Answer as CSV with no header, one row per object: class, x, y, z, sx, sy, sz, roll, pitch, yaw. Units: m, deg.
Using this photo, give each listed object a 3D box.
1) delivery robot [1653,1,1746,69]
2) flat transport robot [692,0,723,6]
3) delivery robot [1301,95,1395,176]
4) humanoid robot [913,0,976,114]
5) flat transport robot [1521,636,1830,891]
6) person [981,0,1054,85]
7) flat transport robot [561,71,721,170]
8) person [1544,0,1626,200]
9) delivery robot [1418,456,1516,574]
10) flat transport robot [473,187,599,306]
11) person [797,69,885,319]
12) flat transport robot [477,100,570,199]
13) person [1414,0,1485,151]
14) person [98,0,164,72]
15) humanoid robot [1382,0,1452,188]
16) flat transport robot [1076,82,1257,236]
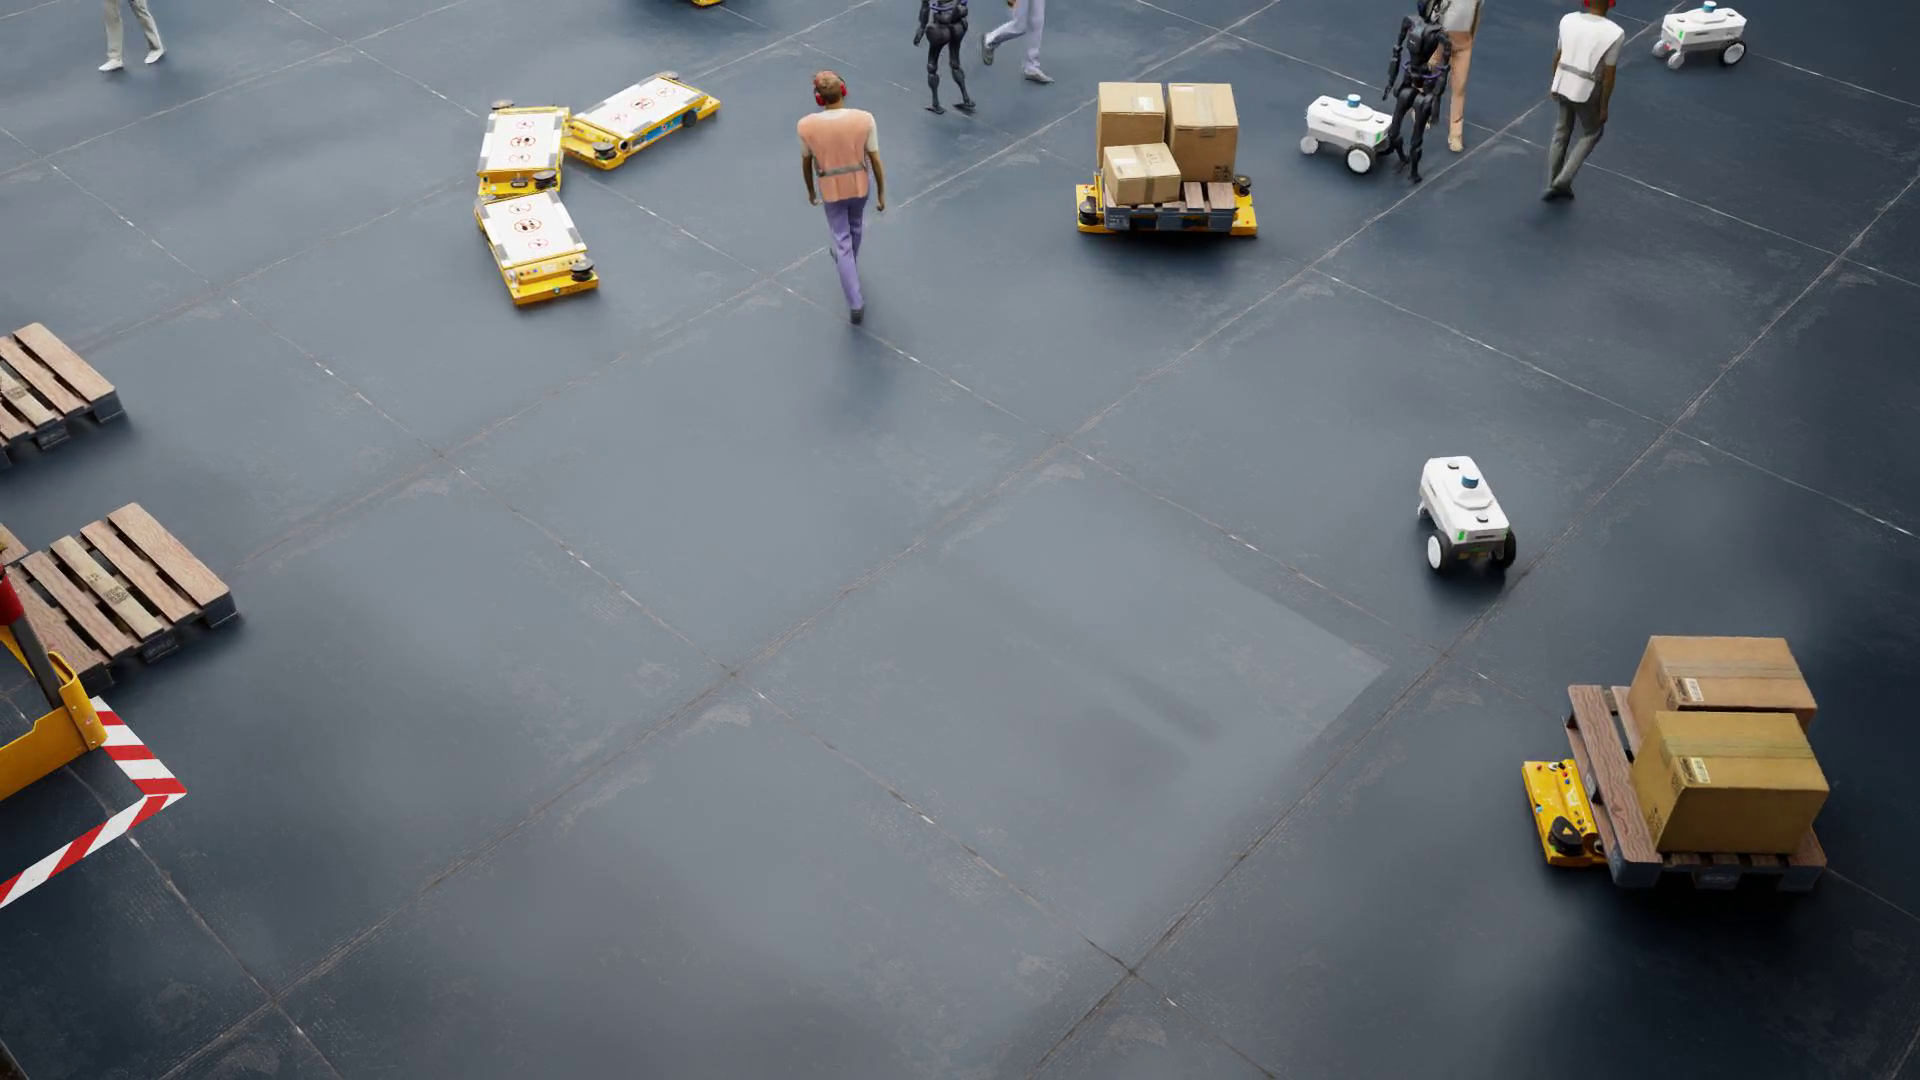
delivery robot,6.951,-4.753,15.585,0.774,0.581,0.499,-9,43,-10
flat transport robot,-2.722,-5.862,17.042,0.659,0.231,1.431,-26,48,-26
delivery robot,3.341,-3.495,14.210,0.814,0.612,0.499,26,48,26
humanoid robot,-0.099,-4.520,14.515,0.449,1.653,0.590,32,51,30
flat transport robot,3.816,1.446,8.919,1.431,0.231,0.659,1,42,1
person,0.575,-5.036,14.978,0.689,1.795,0.651,28,49,27
flat transport robot,-2.838,-3.705,14.644,0.659,0.231,1.431,26,48,26
person,4.971,-3.576,13.336,0.463,1.820,0.610,-27,49,-27
delivery robot,3.189,-0.183,10.508,0.521,0.583,0.737,-5,42,-6
flat transport robot,-3.369,-2.355,13.143,0.659,0.231,1.431,-17,45,-18
person,-0.866,-2.585,12.260,0.587,1.786,0.918,-10,43,-11
flat transport robot,-3.731,-3.359,14.259,0.659,0.231,1.431,-4,42,-4
person,4.187,-4.217,14.130,0.486,1.712,0.712,-4,42,-4
person,-7.719,-5.043,15.114,0.542,1.612,0.673,14,44,15
humanoid robot,3.752,-3.691,13.581,0.383,1.649,0.599,-26,48,-26
flat transport robot,1.674,-2.741,13.573,1.431,0.231,0.659,1,42,1
